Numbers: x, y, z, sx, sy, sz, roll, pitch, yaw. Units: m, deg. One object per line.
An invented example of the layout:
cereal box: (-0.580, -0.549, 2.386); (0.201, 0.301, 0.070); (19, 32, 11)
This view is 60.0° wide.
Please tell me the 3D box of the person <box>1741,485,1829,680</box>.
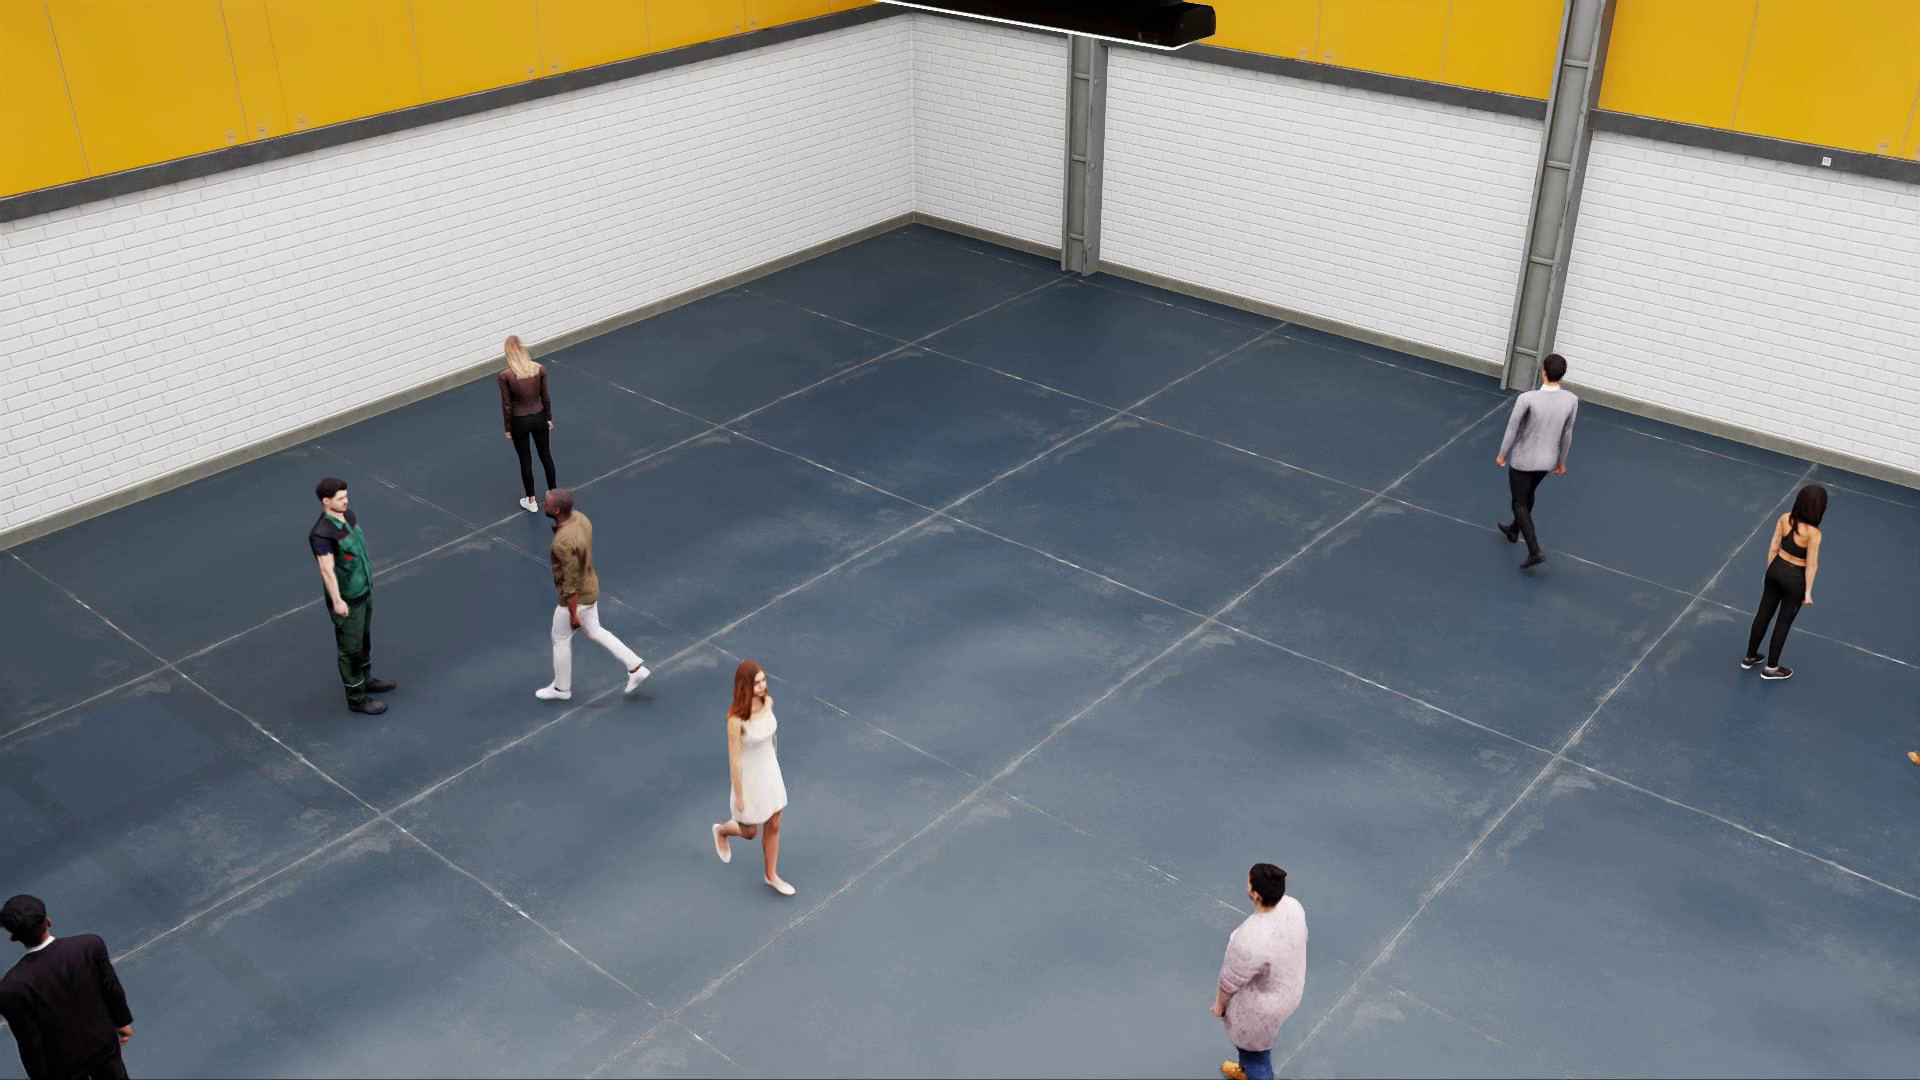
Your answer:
person: (6.385, 0.308, 12.853); (0.690, 1.643, 0.550); (-14, 32, -24)

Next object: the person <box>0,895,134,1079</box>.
person: (-4.493, 2.568, 8.461); (0.551, 1.881, 0.705); (20, 34, 32)

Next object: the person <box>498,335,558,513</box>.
person: (-3.979, -1.078, 15.333); (0.658, 1.702, 0.592); (-18, 33, -30)

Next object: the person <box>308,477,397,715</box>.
person: (-4.584, 0.392, 12.431); (0.809, 1.900, 0.757); (-2, 29, -3)

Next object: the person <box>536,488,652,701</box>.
person: (-2.790, 0.433, 12.464); (1.260, 1.797, 1.134); (2, 29, 4)

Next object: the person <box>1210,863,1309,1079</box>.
person: (1.666, 2.448, 8.837); (0.739, 1.732, 0.721); (-25, 37, -37)

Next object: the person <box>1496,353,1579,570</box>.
person: (4.987, -0.664, 14.351); (1.180, 1.916, 1.317); (-7, 29, -12)

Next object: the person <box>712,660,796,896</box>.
person: (-1.367, 1.492, 10.622); (0.881, 1.701, 0.559); (23, 36, 35)
